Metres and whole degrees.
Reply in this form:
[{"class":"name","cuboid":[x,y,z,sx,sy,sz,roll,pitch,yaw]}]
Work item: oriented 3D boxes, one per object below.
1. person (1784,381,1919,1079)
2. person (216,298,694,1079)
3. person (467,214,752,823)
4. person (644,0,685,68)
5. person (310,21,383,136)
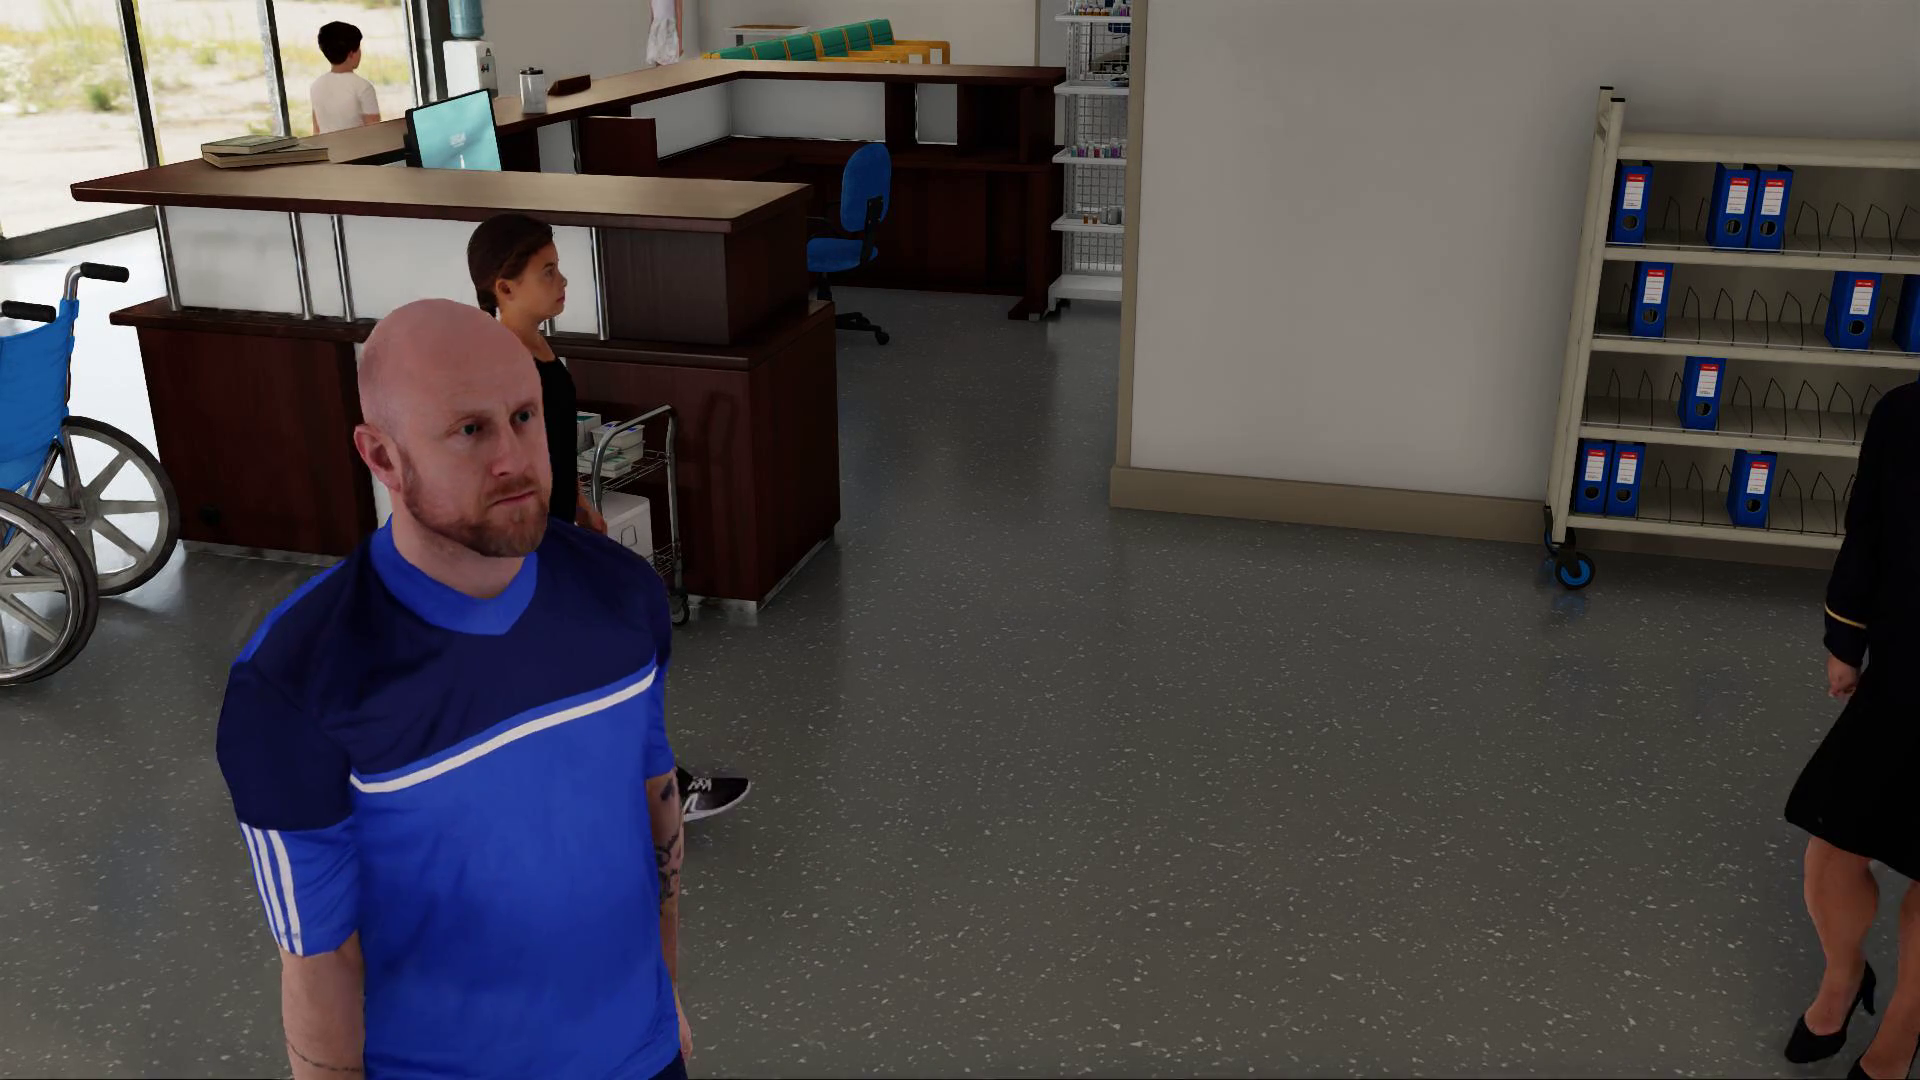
[{"class":"person","cuboid":[1.873,0.285,3.056,0.890,1.663,0.805,-15,26,-35]},{"class":"person","cuboid":[-0.568,0.607,1.976,1.069,1.826,0.917,17,27,38]},{"class":"person","cuboid":[-1.069,0.025,3.945,1.083,1.520,0.776,-2,21,-5]},{"class":"person","cuboid":[-2.933,-5.045,16.997,0.957,1.756,0.837,12,24,28]},{"class":"person","cuboid":[-3.240,-1.845,8.740,1.070,1.620,0.714,9,22,22]}]
